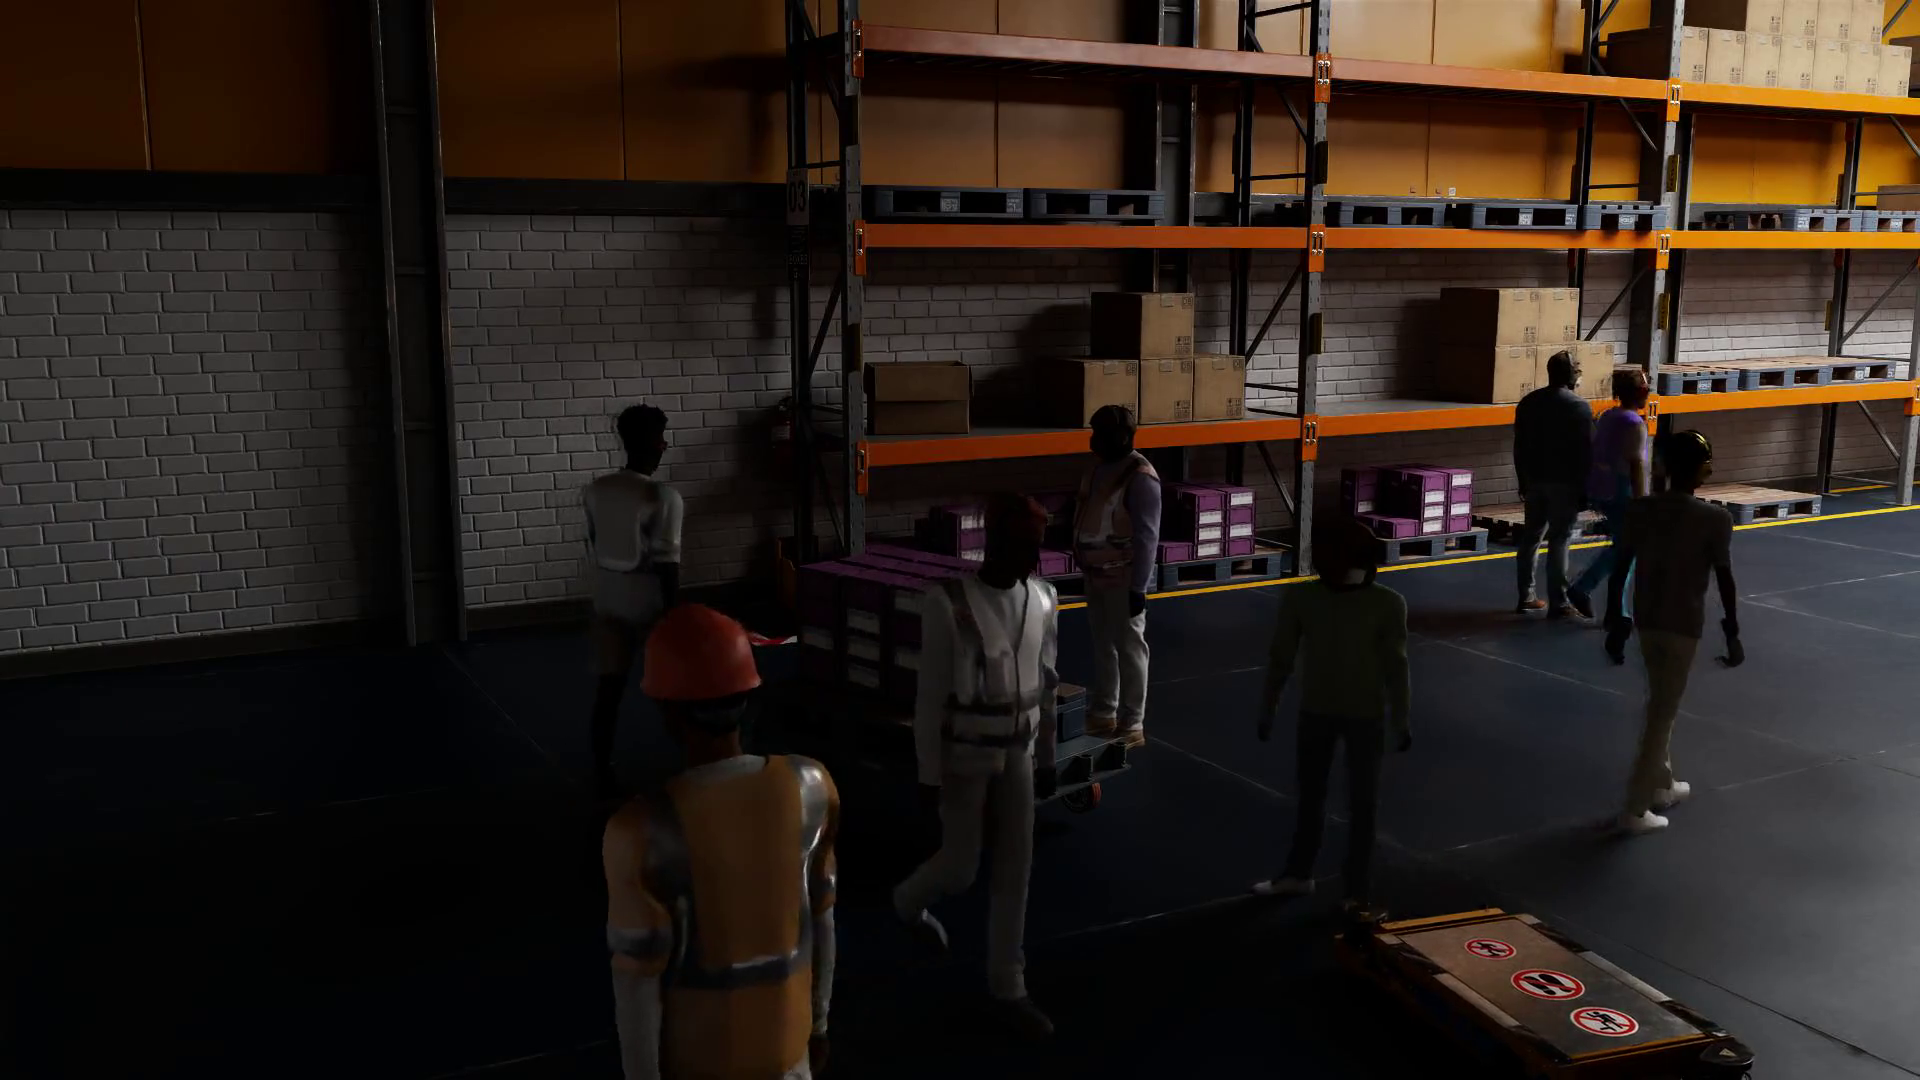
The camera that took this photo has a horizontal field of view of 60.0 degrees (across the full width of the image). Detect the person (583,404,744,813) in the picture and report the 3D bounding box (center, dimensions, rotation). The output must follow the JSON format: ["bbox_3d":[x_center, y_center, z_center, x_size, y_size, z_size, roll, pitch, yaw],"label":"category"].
[{"bbox_3d":[-1.493,0.297,8.062,0.624,1.916,0.973,6,11,30],"label":"person"}]

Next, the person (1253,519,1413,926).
[{"bbox_3d":[1.465,0.711,6.599,0.620,1.613,0.392,5,11,27],"label":"person"}]

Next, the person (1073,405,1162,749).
[{"bbox_3d":[0.817,0.199,8.881,0.429,1.841,0.631,-4,11,-22],"label":"person"}]

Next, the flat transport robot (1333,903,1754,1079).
[{"bbox_3d":[1.913,1.552,5.601,0.652,0.197,1.431,-3,10,-18],"label":"flat transport robot"}]

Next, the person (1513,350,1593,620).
[{"bbox_3d":[4.280,-0.396,12.027,0.369,1.936,0.630,-6,11,-31],"label":"person"}]

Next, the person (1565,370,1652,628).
[{"bbox_3d":[4.620,-0.278,11.667,0.451,1.821,0.604,0,10,0],"label":"person"}]

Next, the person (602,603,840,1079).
[{"bbox_3d":[-0.469,1.088,3.554,0.554,1.916,0.804,-6,11,-30],"label":"person"}]

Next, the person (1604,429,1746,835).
[{"bbox_3d":[3.326,0.412,7.659,0.848,1.839,0.506,-7,12,-34],"label":"person"}]

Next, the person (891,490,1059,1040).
[{"bbox_3d":[0.045,0.729,5.787,0.597,1.859,0.773,-8,12,-37],"label":"person"}]
